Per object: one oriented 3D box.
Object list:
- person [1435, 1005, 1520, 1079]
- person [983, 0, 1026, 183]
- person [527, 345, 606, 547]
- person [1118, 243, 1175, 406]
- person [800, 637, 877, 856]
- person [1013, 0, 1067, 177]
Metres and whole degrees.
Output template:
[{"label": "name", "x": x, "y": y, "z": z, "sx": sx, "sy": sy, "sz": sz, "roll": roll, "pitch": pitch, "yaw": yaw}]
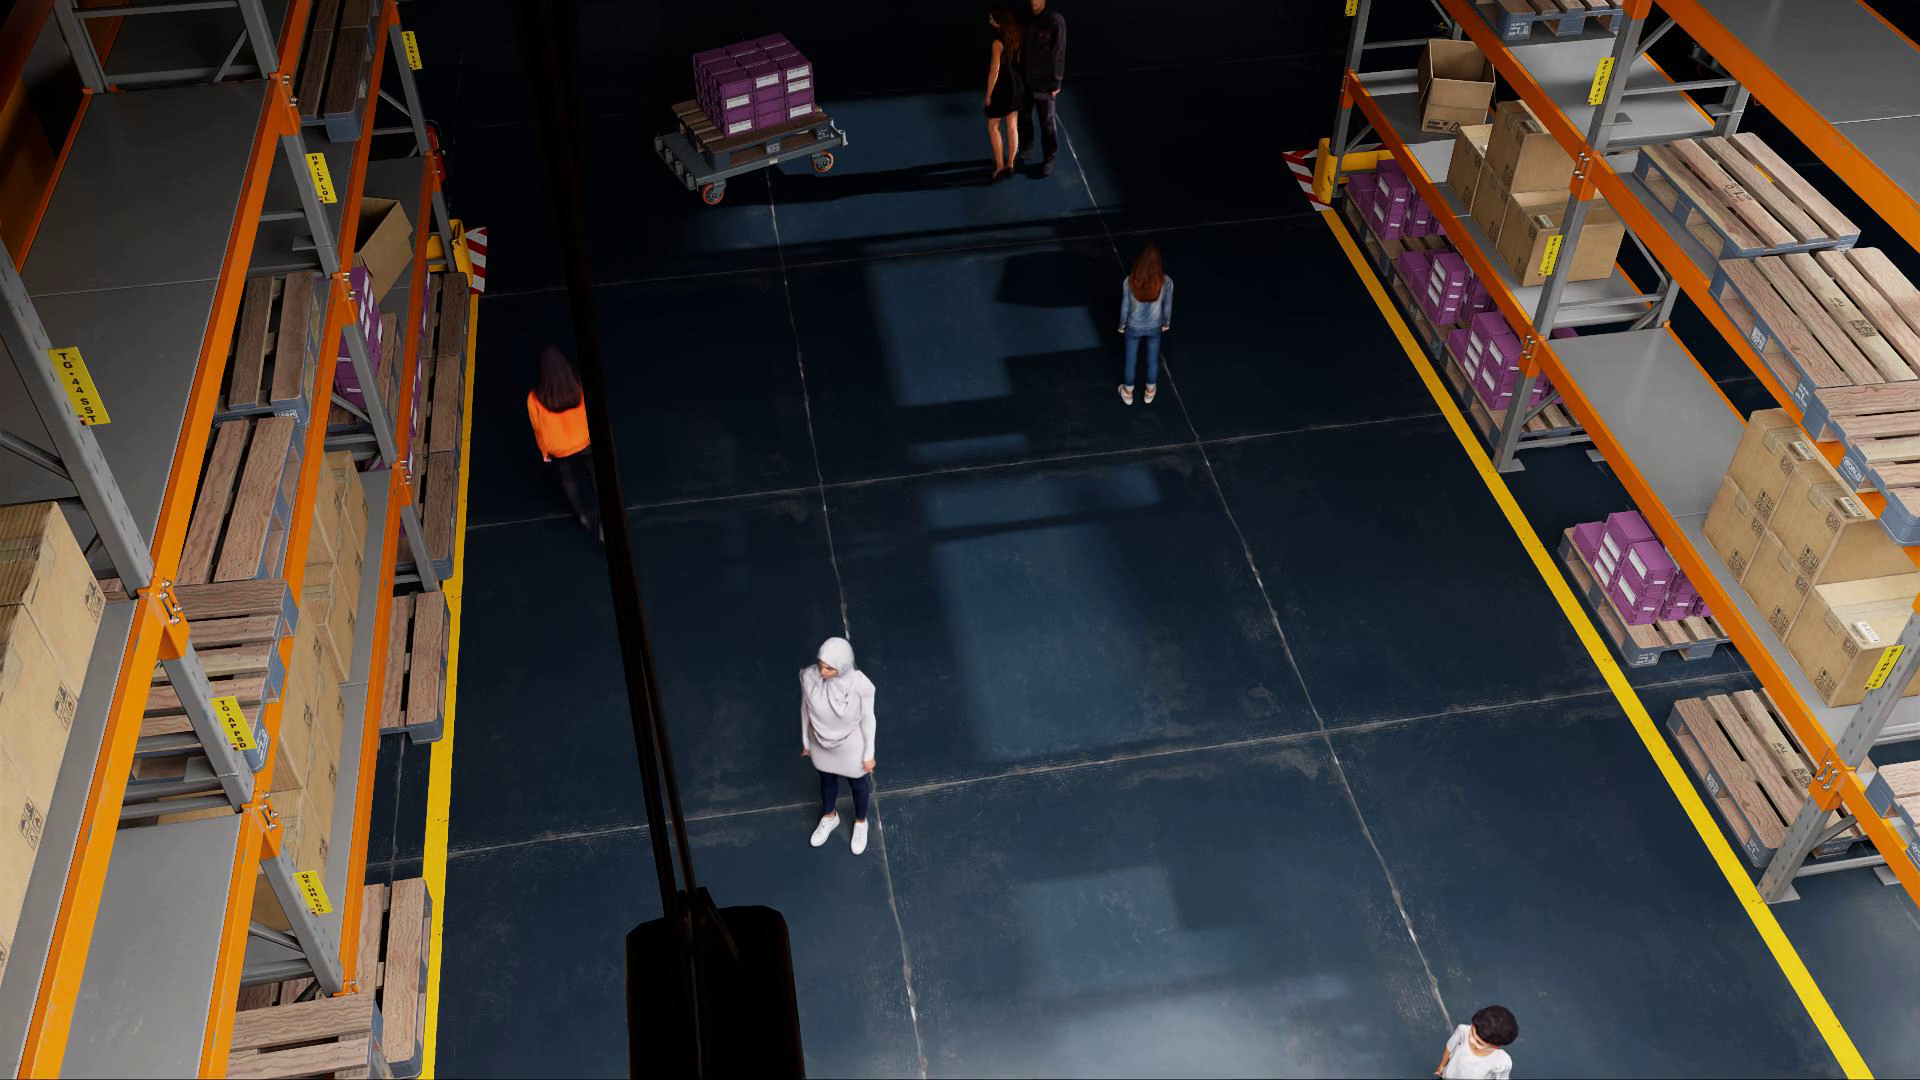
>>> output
[{"label": "person", "x": 2.618, "y": 2.754, "z": 8.534, "sx": 0.632, "sy": 1.258, "sz": 0.555, "roll": -34, "pitch": 53, "yaw": -31}, {"label": "person", "x": 0.418, "y": -4.151, "z": 15.379, "sx": 0.688, "sy": 1.814, "sz": 0.734, "roll": -27, "pitch": 50, "yaw": -26}, {"label": "person", "x": -2.712, "y": -0.630, "z": 11.741, "sx": 0.750, "sy": 1.733, "sz": 0.963, "roll": -17, "pitch": 46, "yaw": -17}, {"label": "person", "x": 1.443, "y": -1.690, "z": 13.039, "sx": 0.584, "sy": 1.477, "sz": 0.540, "roll": -2, "pitch": 44, "yaw": -2}, {"label": "person", "x": -0.709, "y": 1.186, "z": 9.803, "sx": 0.689, "sy": 1.777, "sz": 0.683, "roll": 12, "pitch": 45, "yaw": 12}, {"label": "person", "x": 0.721, "y": -4.342, "z": 15.489, "sx": 0.790, "sy": 1.938, "sz": 0.836, "roll": 23, "pitch": 48, "yaw": 22}]
